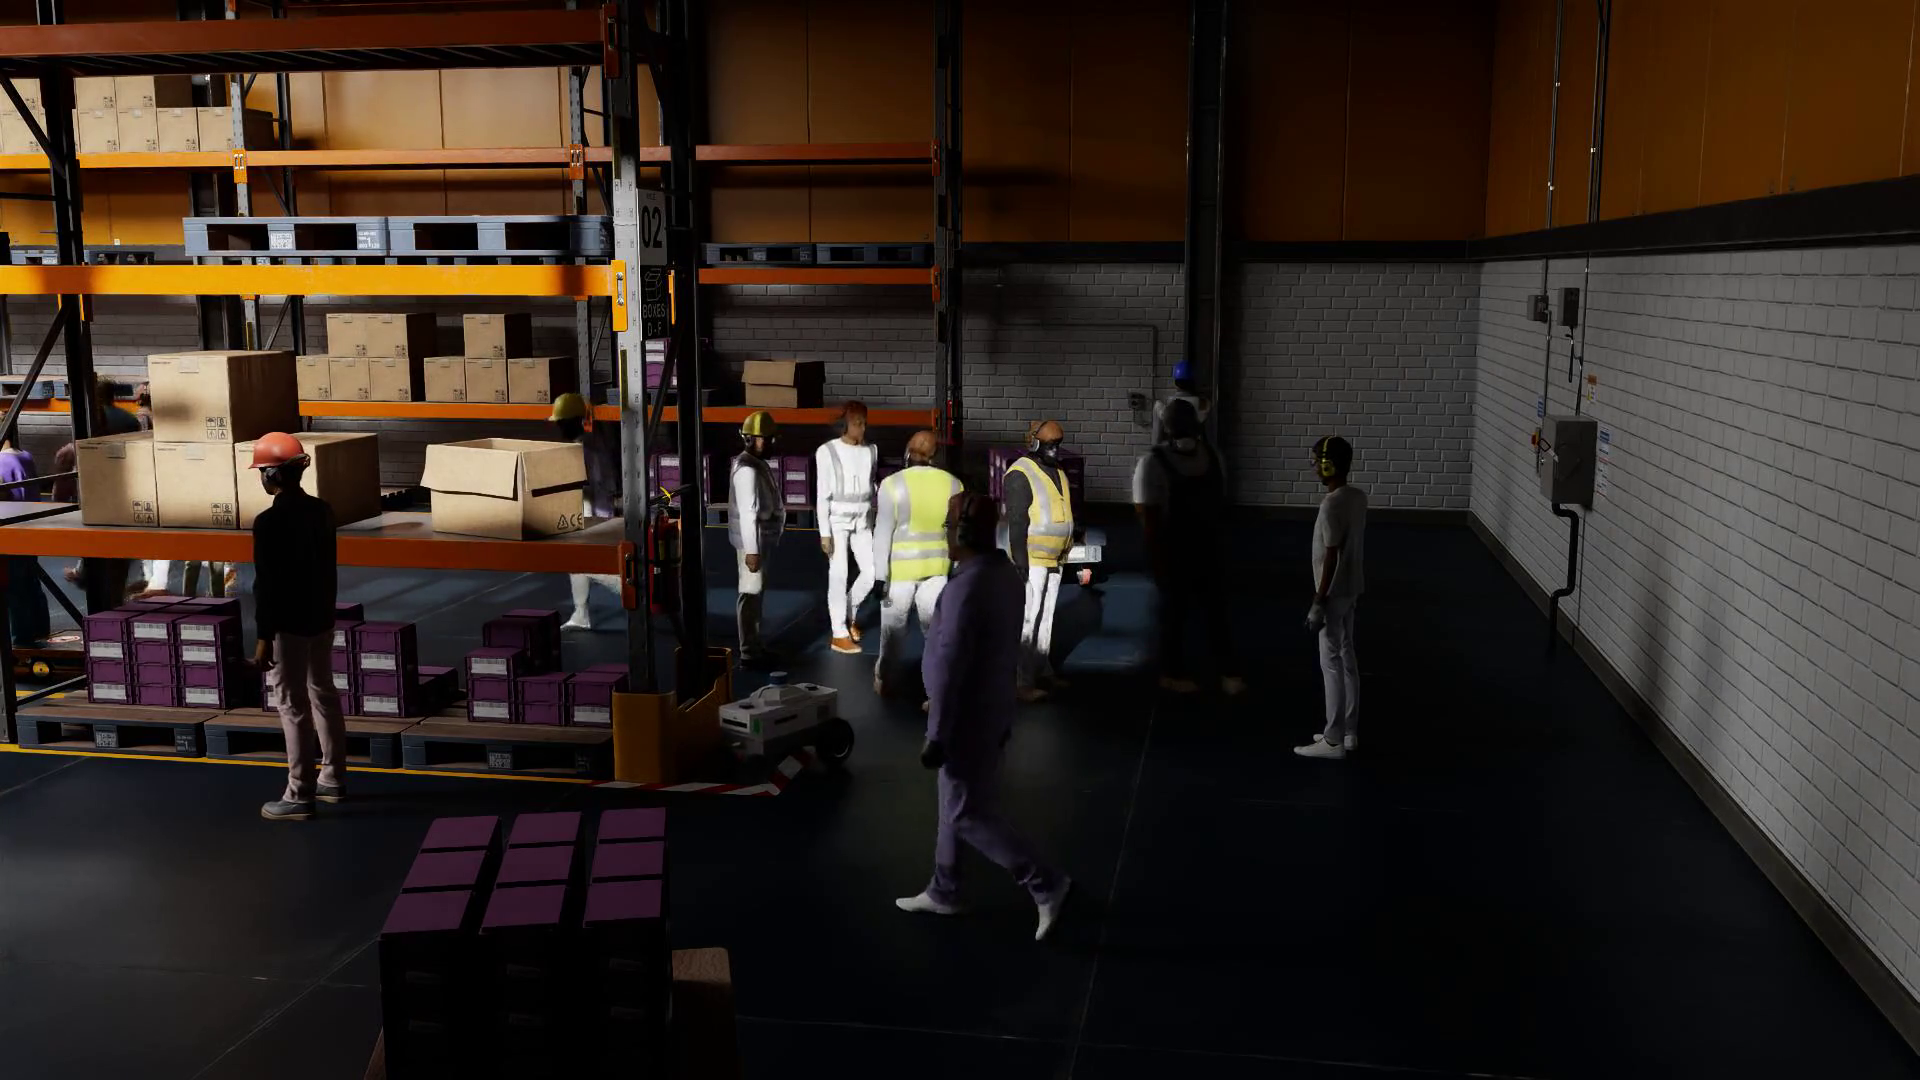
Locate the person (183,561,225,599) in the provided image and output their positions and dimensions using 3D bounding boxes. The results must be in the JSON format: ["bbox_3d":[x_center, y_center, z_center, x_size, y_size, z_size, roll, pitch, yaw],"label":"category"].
[{"bbox_3d":[-5.801,-0.192,12.807,0.317,1.870,0.523,6,11,33],"label":"person"}]

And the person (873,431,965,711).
[{"bbox_3d":[-0.265,0.192,10.705,0.651,1.785,0.930,-4,10,-25],"label":"person"}]

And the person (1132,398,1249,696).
[{"bbox_3d":[1.543,0.042,10.826,0.767,2.000,0.749,-5,10,-28],"label":"person"}]

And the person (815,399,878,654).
[{"bbox_3d":[-0.823,-0.095,12.211,0.595,1.874,0.421,-8,12,-41],"label":"person"}]

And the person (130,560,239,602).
[{"bbox_3d":[-6.626,-0.400,14.128,0.812,1.863,0.586,-6,11,-33],"label":"person"}]

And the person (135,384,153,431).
[{"bbox_3d":[-8.429,-0.809,17.340,0.310,1.642,0.514,-3,10,-20],"label":"person"}]

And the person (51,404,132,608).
[{"bbox_3d":[-6.403,-0.107,12.399,1.067,1.828,0.676,8,12,41],"label":"person"}]

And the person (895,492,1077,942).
[{"bbox_3d":[0.101,0.738,6.979,0.797,1.885,0.645,3,10,17],"label":"person"}]

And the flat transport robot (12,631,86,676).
[{"bbox_3d":[-5.919,0.796,11.619,1.431,0.197,0.652,1,9,8],"label":"flat transport robot"}]

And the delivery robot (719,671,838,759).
[{"bbox_3d":[-1.012,0.981,9.306,0.477,0.478,0.707,7,12,37],"label":"delivery robot"}]

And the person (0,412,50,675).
[{"bbox_3d":[-6.560,0.024,11.575,0.377,1.836,0.562,-1,9,-6],"label":"person"}]

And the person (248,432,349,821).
[{"bbox_3d":[-3.424,0.436,8.553,0.400,1.986,0.620,2,9,10],"label":"person"}]

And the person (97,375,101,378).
[{"bbox_3d":[-8.230,-0.662,15.840,0.342,1.841,0.512,-1,9,-6],"label":"person"}]

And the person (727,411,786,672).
[{"bbox_3d":[-1.426,0.004,11.716,0.404,1.829,0.591,0,9,0],"label":"person"}]

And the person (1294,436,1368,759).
[{"bbox_3d":[2.144,0.332,9.575,0.328,1.865,0.520,6,11,35],"label":"person"}]

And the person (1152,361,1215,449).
[{"bbox_3d":[2.140,-0.737,15.941,0.603,1.949,0.384,1,9,7],"label":"person"}]

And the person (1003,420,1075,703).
[{"bbox_3d":[0.535,0.127,10.933,0.430,1.838,0.619,5,11,30],"label":"person"}]

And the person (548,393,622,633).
[{"bbox_3d":[-2.770,-0.197,12.784,0.727,1.892,0.611,-2,9,-10],"label":"person"}]

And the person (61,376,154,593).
[{"bbox_3d":[-7.443,-0.477,14.517,1.040,1.884,0.649,4,10,24],"label":"person"}]
